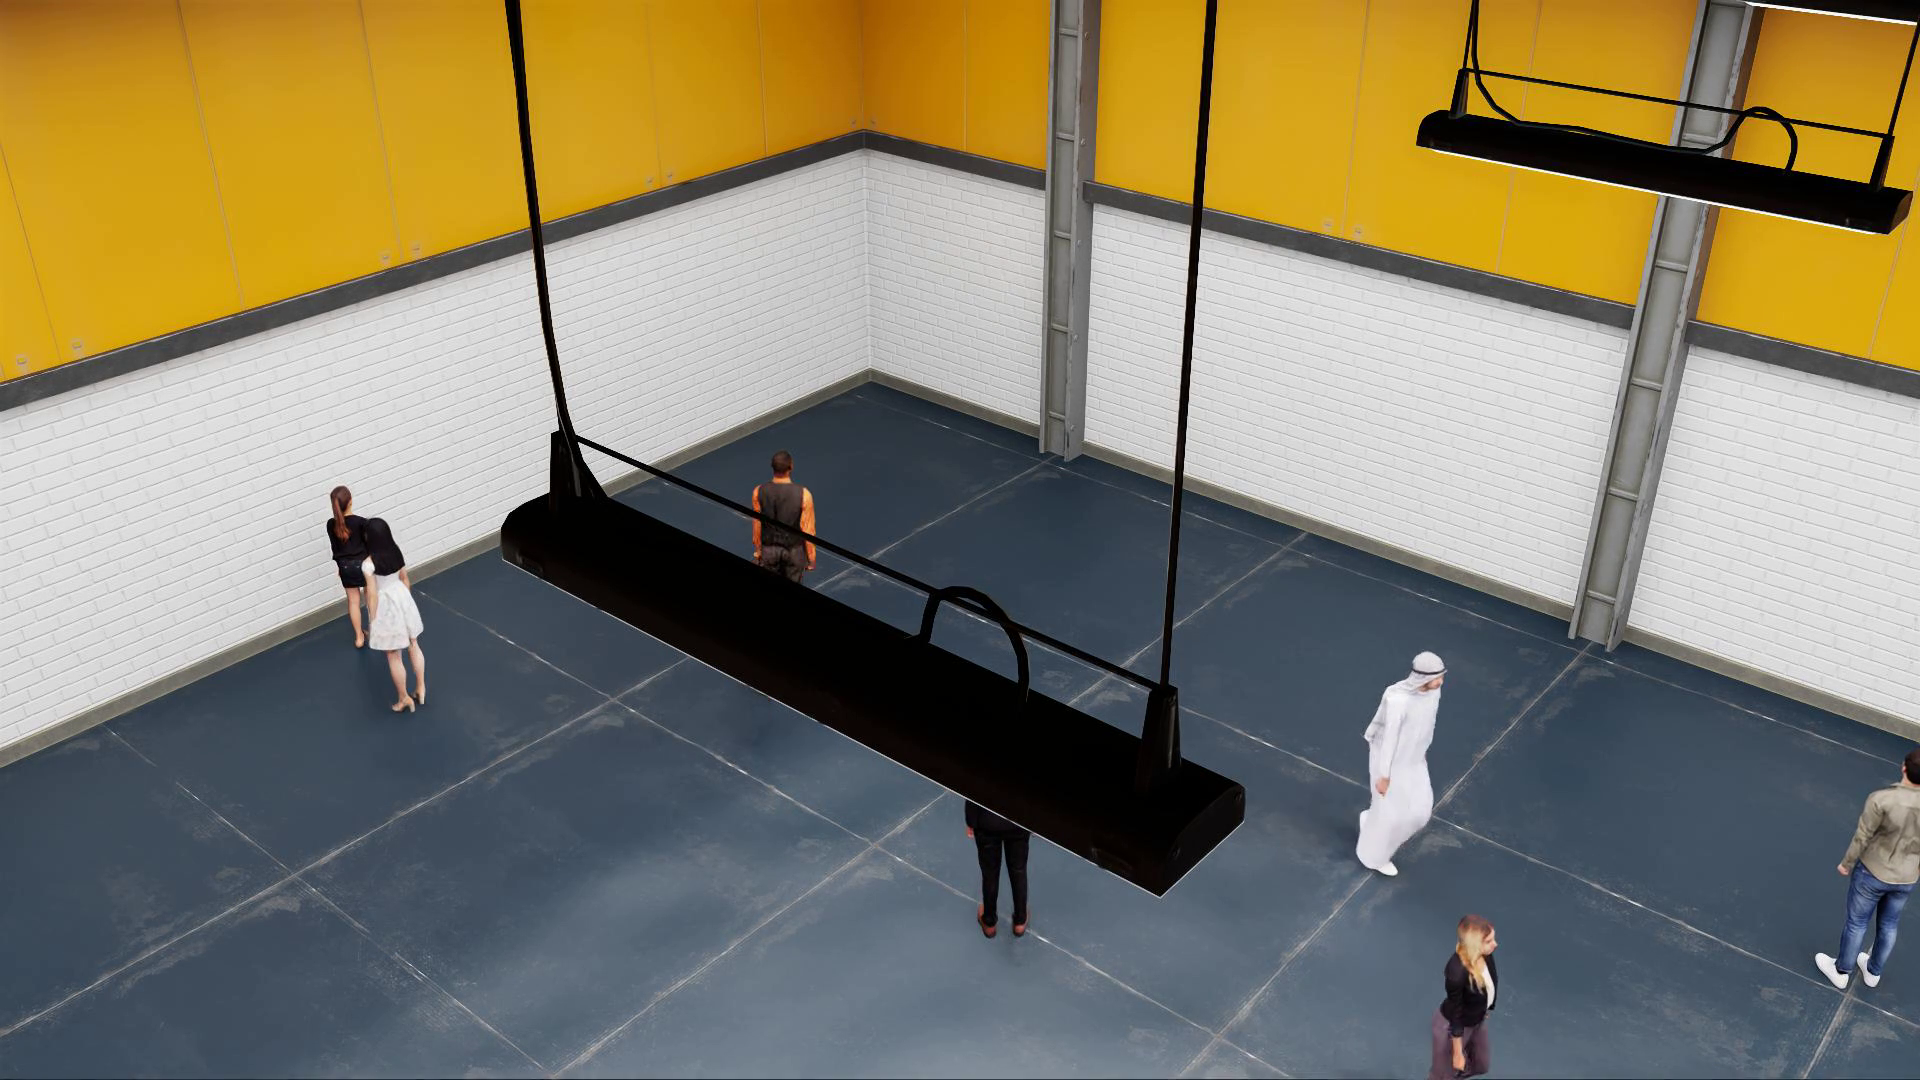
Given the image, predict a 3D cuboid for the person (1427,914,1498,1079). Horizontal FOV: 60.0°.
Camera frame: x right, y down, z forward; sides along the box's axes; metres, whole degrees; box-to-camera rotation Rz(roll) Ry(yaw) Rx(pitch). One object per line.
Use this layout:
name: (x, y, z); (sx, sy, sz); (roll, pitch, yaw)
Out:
person: (2.816, 2.809, 9.663); (0.546, 1.663, 0.604); (24, 37, 37)

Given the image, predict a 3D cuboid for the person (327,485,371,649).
person: (-5.268, 0.223, 14.514); (0.644, 1.557, 0.705); (-2, 29, -3)

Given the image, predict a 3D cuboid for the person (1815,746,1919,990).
person: (5.968, 2.125, 10.705); (0.764, 1.865, 0.849); (0, 29, 0)

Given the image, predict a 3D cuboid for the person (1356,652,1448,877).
person: (3.048, 1.524, 11.772); (0.823, 1.898, 0.891); (-17, 33, -29)

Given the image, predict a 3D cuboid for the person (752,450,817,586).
person: (-1.536, 0.154, 14.284); (0.872, 1.899, 0.941); (3, 29, 5)

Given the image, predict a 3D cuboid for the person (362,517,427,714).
person: (-4.629, 0.610, 13.577); (0.673, 1.775, 0.681); (17, 33, 28)
